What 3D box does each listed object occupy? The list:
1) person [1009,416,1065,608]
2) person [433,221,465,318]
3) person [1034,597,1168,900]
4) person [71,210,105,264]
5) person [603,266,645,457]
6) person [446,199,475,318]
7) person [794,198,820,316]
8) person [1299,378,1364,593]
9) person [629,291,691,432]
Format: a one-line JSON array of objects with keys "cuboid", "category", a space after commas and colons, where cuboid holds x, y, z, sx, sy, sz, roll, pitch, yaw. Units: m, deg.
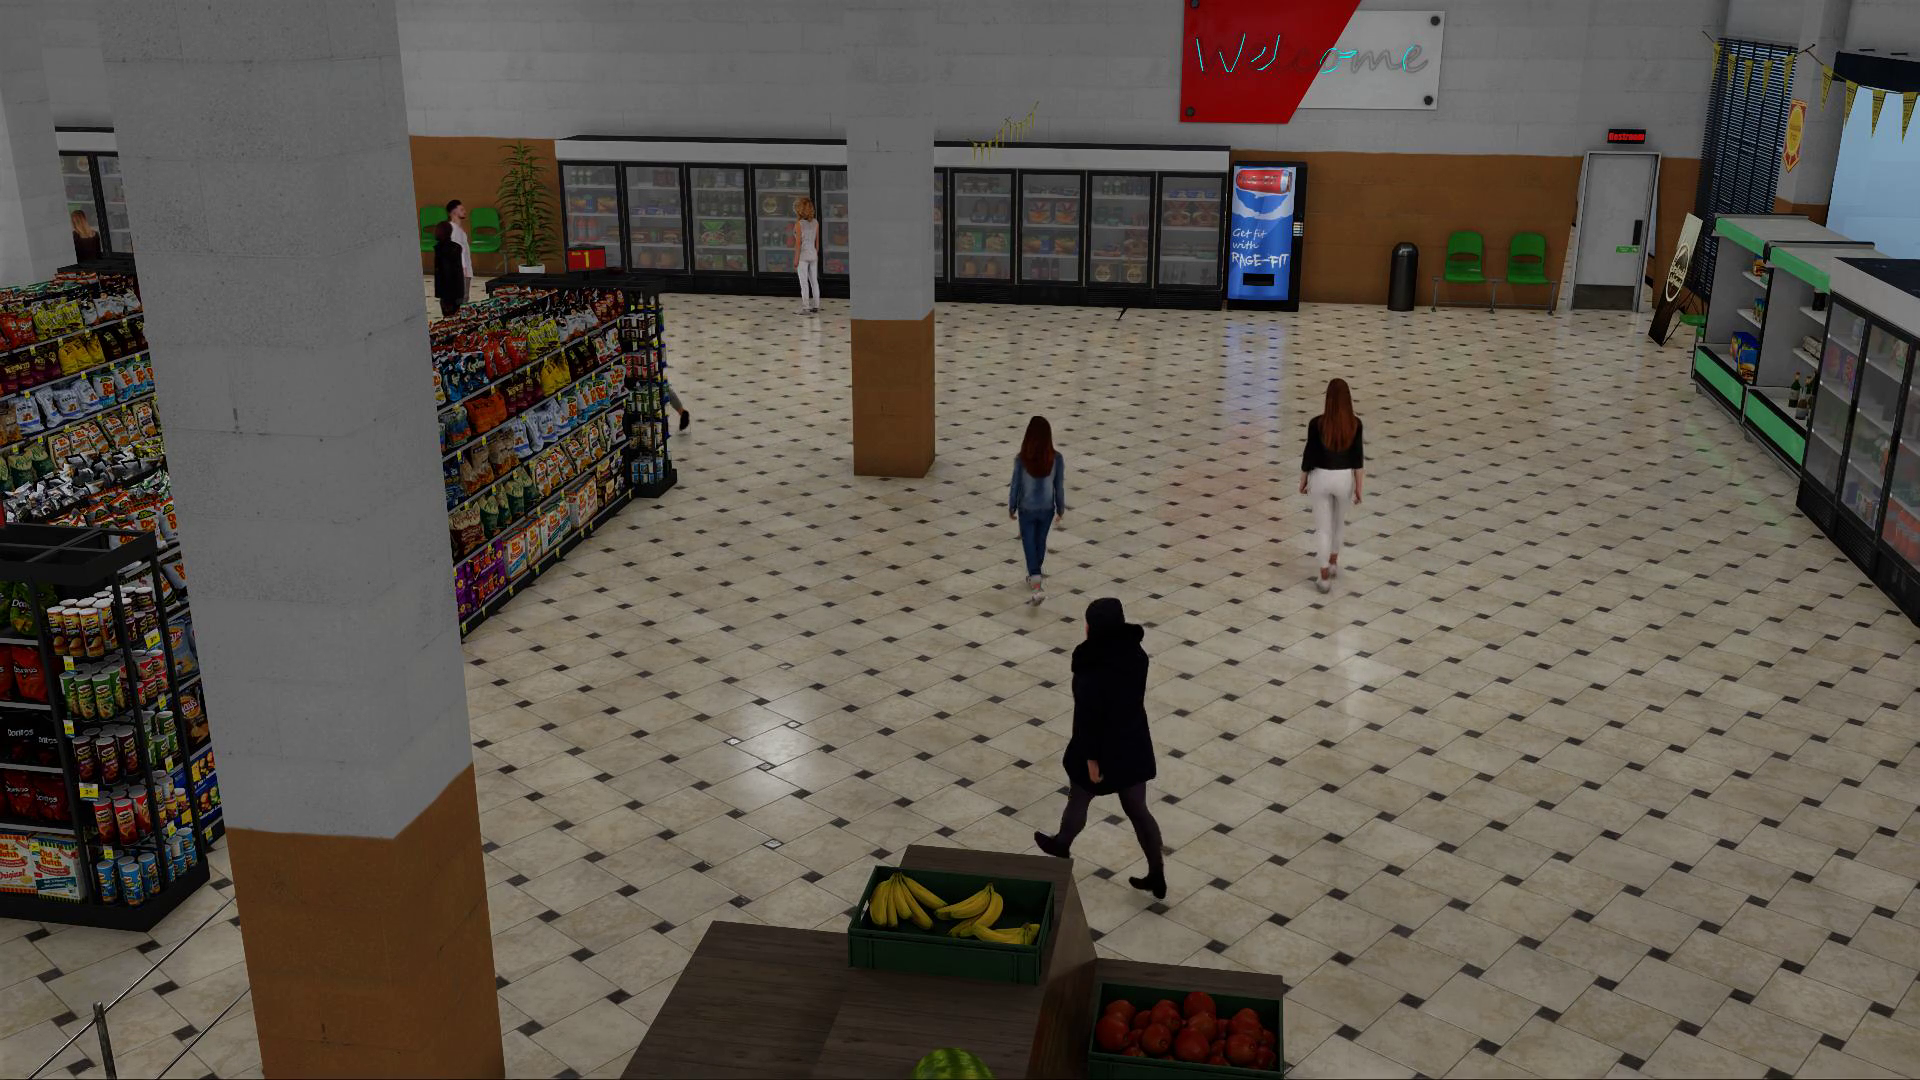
[{"cuboid": [0.598, -0.201, 12.818, 0.806, 1.453, 1.074, -4, 19, -10], "category": "person"}, {"cuboid": [-6.330, -3.068, 20.737, 0.837, 1.825, 0.666, -3, 19, -9], "category": "person"}, {"cuboid": [0.855, 1.112, 8.654, 1.138, 1.625, 1.136, -16, 25, -40], "category": "person"}, {"cuboid": [-11.825, -3.625, 22.579, 0.733, 1.704, 0.594, 13, 23, 34], "category": "person"}, {"cuboid": [-3.387, -1.744, 16.565, 0.905, 1.983, 0.713, 10, 21, 26], "category": "person"}, {"cuboid": [-6.782, -3.708, 22.610, 0.809, 1.841, 0.675, -6, 20, -17], "category": "person"}, {"cuboid": [-2.216, -4.101, 24.044, 0.753, 1.670, 0.653, 17, 25, 41], "category": "person"}, {"cuboid": [2.931, -0.406, 13.060, 0.667, 1.686, 0.851, 2, 19, 4], "category": "person"}, {"cuboid": [-3.253, -1.881, 17.517, 0.703, 1.634, 1.011, 4, 19, 11], "category": "person"}]
